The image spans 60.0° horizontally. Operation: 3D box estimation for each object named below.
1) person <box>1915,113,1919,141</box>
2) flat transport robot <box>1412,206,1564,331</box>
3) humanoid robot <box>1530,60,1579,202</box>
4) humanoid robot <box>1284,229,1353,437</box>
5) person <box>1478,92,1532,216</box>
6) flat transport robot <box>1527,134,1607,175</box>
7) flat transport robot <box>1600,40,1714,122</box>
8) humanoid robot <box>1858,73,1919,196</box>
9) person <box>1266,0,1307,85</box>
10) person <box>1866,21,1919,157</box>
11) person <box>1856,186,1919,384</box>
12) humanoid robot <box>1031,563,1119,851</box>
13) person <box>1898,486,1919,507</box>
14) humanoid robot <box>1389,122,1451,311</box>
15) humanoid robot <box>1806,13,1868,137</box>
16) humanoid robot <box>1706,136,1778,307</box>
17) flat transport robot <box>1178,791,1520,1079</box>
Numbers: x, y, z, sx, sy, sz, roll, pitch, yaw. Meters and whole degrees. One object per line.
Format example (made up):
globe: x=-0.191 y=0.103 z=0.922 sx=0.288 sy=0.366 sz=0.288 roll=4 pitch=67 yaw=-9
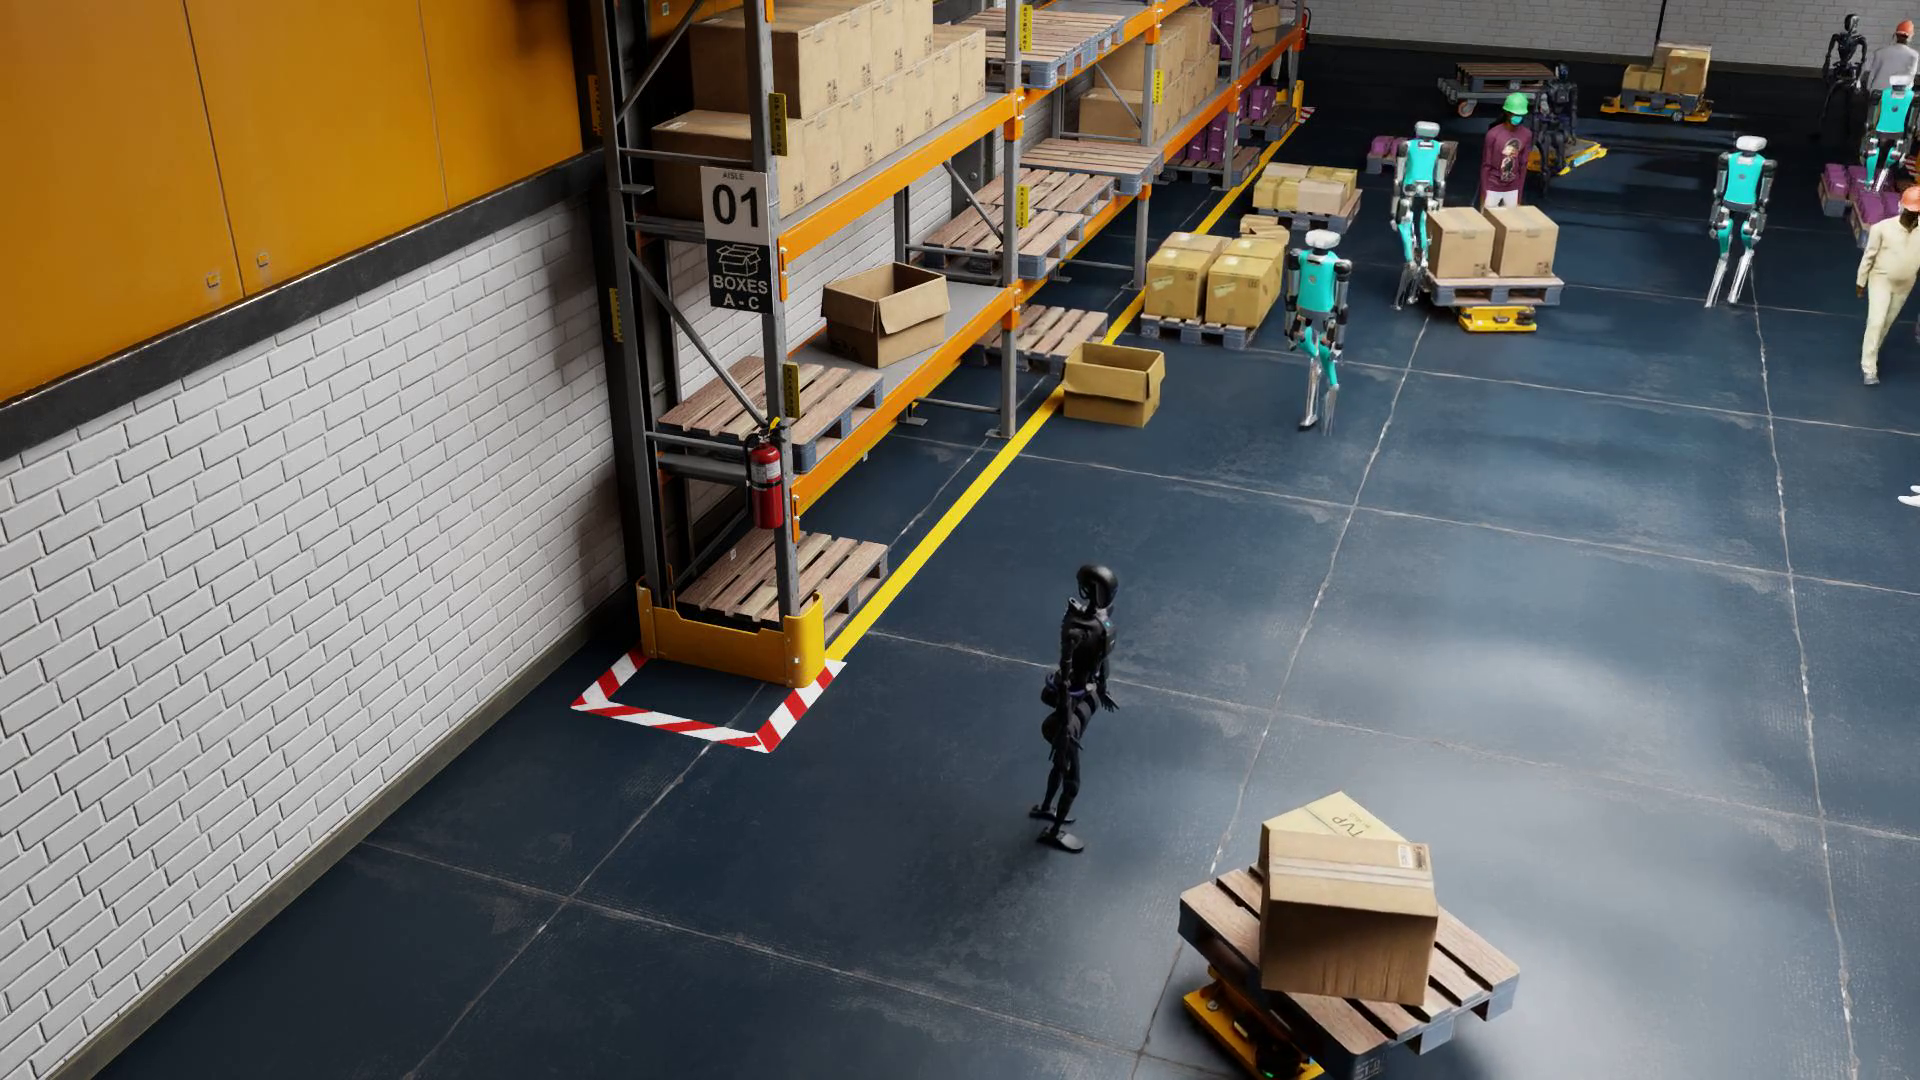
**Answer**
person: x=13.116 y=-6.274 z=22.205 sx=0.431 sy=1.845 sz=0.621 roll=8 pitch=28 yaw=15
flat transport robot: x=5.115 y=-2.364 z=16.336 sx=0.659 sy=0.231 sz=1.431 roll=-1 pitch=27 yaw=-1
humanoid robot: x=6.967 y=-4.851 z=19.628 sx=0.589 sy=1.636 sz=0.482 roll=-5 pitch=28 yaw=-9
humanoid robot: x=2.942 y=-1.640 z=13.437 sx=0.537 sy=1.877 sz=0.735 roll=19 pitch=33 yaw=33
person: x=5.483 y=-3.571 z=16.863 sx=0.482 sy=1.942 sz=0.438 roll=-3 pitch=27 yaw=-6
flat transport robot: x=7.692 y=-4.943 z=21.338 sx=0.659 sy=0.231 sz=1.431 roll=22 pitch=35 yaw=36
flat transport robot: x=9.962 y=-6.195 z=23.767 sx=1.431 sy=0.231 sz=0.659 roll=13 pitch=30 yaw=24
humanoid robot: x=10.353 y=-4.393 z=18.652 sx=0.551 sy=1.724 sz=0.983 roll=11 pitch=29 yaw=21
person: x=4.946 y=-7.923 z=25.305 sx=0.627 sy=1.935 sz=0.373 roll=-3 pitch=27 yaw=-6
person: x=11.909 y=-5.761 z=21.324 sx=0.393 sy=1.737 sz=0.568 roll=-23 pitch=35 yaw=-37
person: x=8.142 y=-2.197 z=14.433 sx=0.565 sy=1.717 sz=0.833 roll=2 pitch=27 yaw=4
humanoid robot: x=0.572 y=0.836 z=8.613 sx=0.450 sy=1.638 sz=0.598 roll=13 pitch=30 yaw=24
person: x=7.311 y=-1.017 z=12.240 sx=0.498 sy=1.626 sz=0.284 roll=-22 pitch=35 yaw=-37
humanoid robot: x=4.489 y=-3.090 z=16.167 sx=0.563 sy=1.792 sz=0.836 roll=-2 pitch=27 yaw=-4
humanoid robot: x=11.858 y=-6.218 z=22.322 sx=0.693 sy=1.644 sz=0.591 roll=-16 pitch=32 yaw=-29
humanoid robot: x=7.571 y=-3.049 z=16.106 sx=0.531 sy=1.812 sz=0.810 roll=22 pitch=34 yaw=36
flat transport robot: x=1.809 y=2.057 z=7.760 sx=1.431 sy=0.231 sz=0.659 roll=-15 pitch=31 yaw=-27
